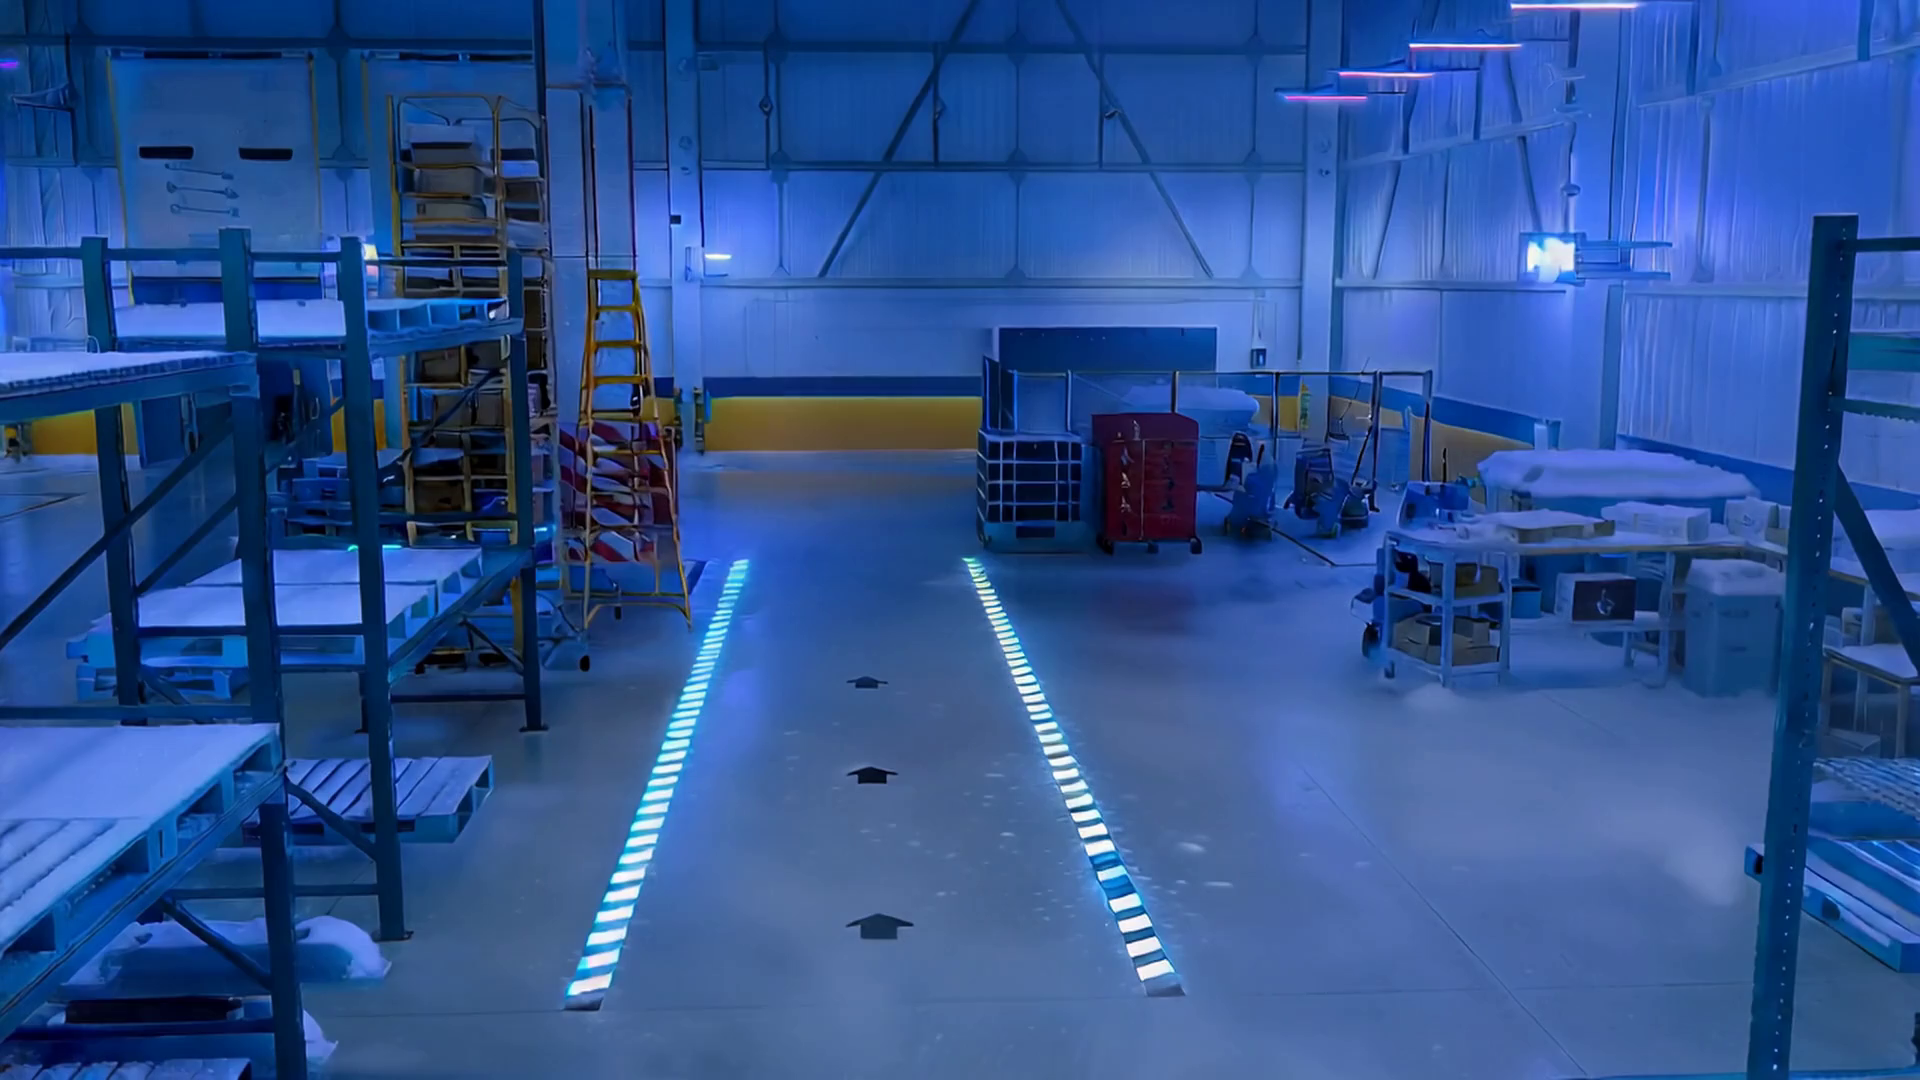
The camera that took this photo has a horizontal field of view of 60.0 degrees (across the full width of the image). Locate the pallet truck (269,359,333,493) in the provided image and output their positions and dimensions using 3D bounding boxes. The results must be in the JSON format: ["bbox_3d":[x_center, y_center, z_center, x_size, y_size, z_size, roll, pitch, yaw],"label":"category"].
[{"bbox_3d":[-7.062,-1.131,18.996,1.885,1.965,0.823,2,9,13],"label":"pallet truck"}]
